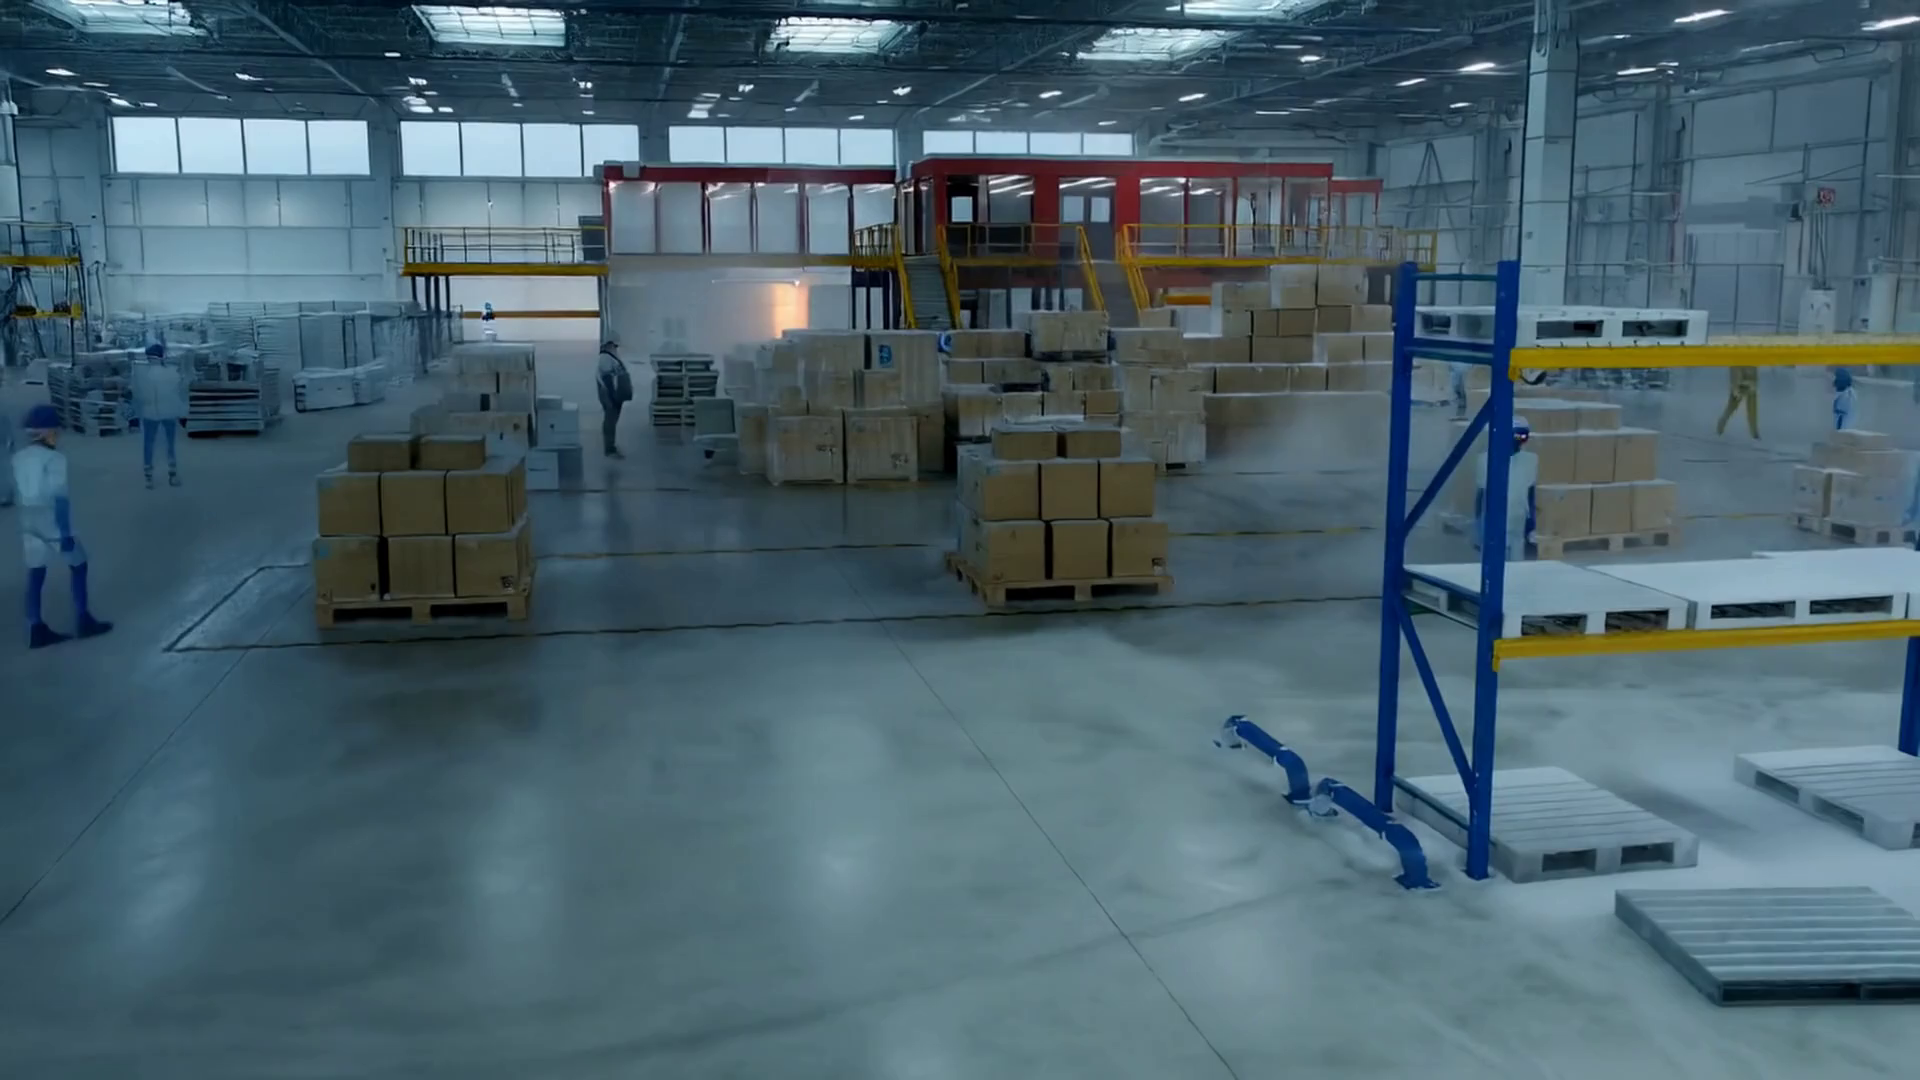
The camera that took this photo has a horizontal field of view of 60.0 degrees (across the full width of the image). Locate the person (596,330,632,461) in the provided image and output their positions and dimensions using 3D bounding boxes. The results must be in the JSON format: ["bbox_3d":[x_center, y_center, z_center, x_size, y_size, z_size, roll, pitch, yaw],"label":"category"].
[{"bbox_3d":[-5.392,-2.260,25.953,0.539,2.000,0.689,-2,9,-10],"label":"person"}]

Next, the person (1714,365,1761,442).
[{"bbox_3d":[13.554,-2.622,28.880,0.626,1.811,0.877,-2,10,-14],"label":"person"}]

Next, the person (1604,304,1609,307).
[{"bbox_3d":[19.405,-6.176,50.220,0.593,1.906,0.438,-3,10,-17],"label":"person"}]

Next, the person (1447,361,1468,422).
[{"bbox_3d":[9.669,-3.250,32.366,0.390,1.927,0.644,3,10,20],"label":"person"}]

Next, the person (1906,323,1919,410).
[{"bbox_3d":[20.360,-3.724,35.235,0.611,1.926,0.827,2,10,14],"label":"person"}]

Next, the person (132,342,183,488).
[{"bbox_3d":[-10.970,-1.713,22.760,0.622,1.992,0.396,-7,12,-37],"label":"person"}]

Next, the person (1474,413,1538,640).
[{"bbox_3d":[4.342,-0.084,13.240,0.527,1.851,0.476,1,9,7],"label":"person"}]

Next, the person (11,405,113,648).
[{"bbox_3d":[-7.197,-0.126,13.321,0.571,1.913,0.780,3,10,19],"label":"person"}]

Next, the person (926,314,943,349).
[{"bbox_3d":[-0.599,-4.511,40.112,0.543,1.903,0.963,9,13,43],"label":"person"}]

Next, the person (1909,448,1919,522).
[{"bbox_3d":[8.759,-0.307,14.971,0.482,1.726,0.500,-3,10,-20],"label":"person"}]

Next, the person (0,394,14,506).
[{"bbox_3d":[-12.213,-1.288,20.864,0.524,1.769,0.314,-3,10,-19],"label":"person"}]

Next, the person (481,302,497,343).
[{"bbox_3d":[-15.443,-6.852,54.466,0.383,1.873,0.640,6,11,33],"label":"person"}]

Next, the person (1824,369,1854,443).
[{"bbox_3d":[11.694,-1.428,22.048,0.708,1.672,0.579,3,10,18],"label":"person"}]
